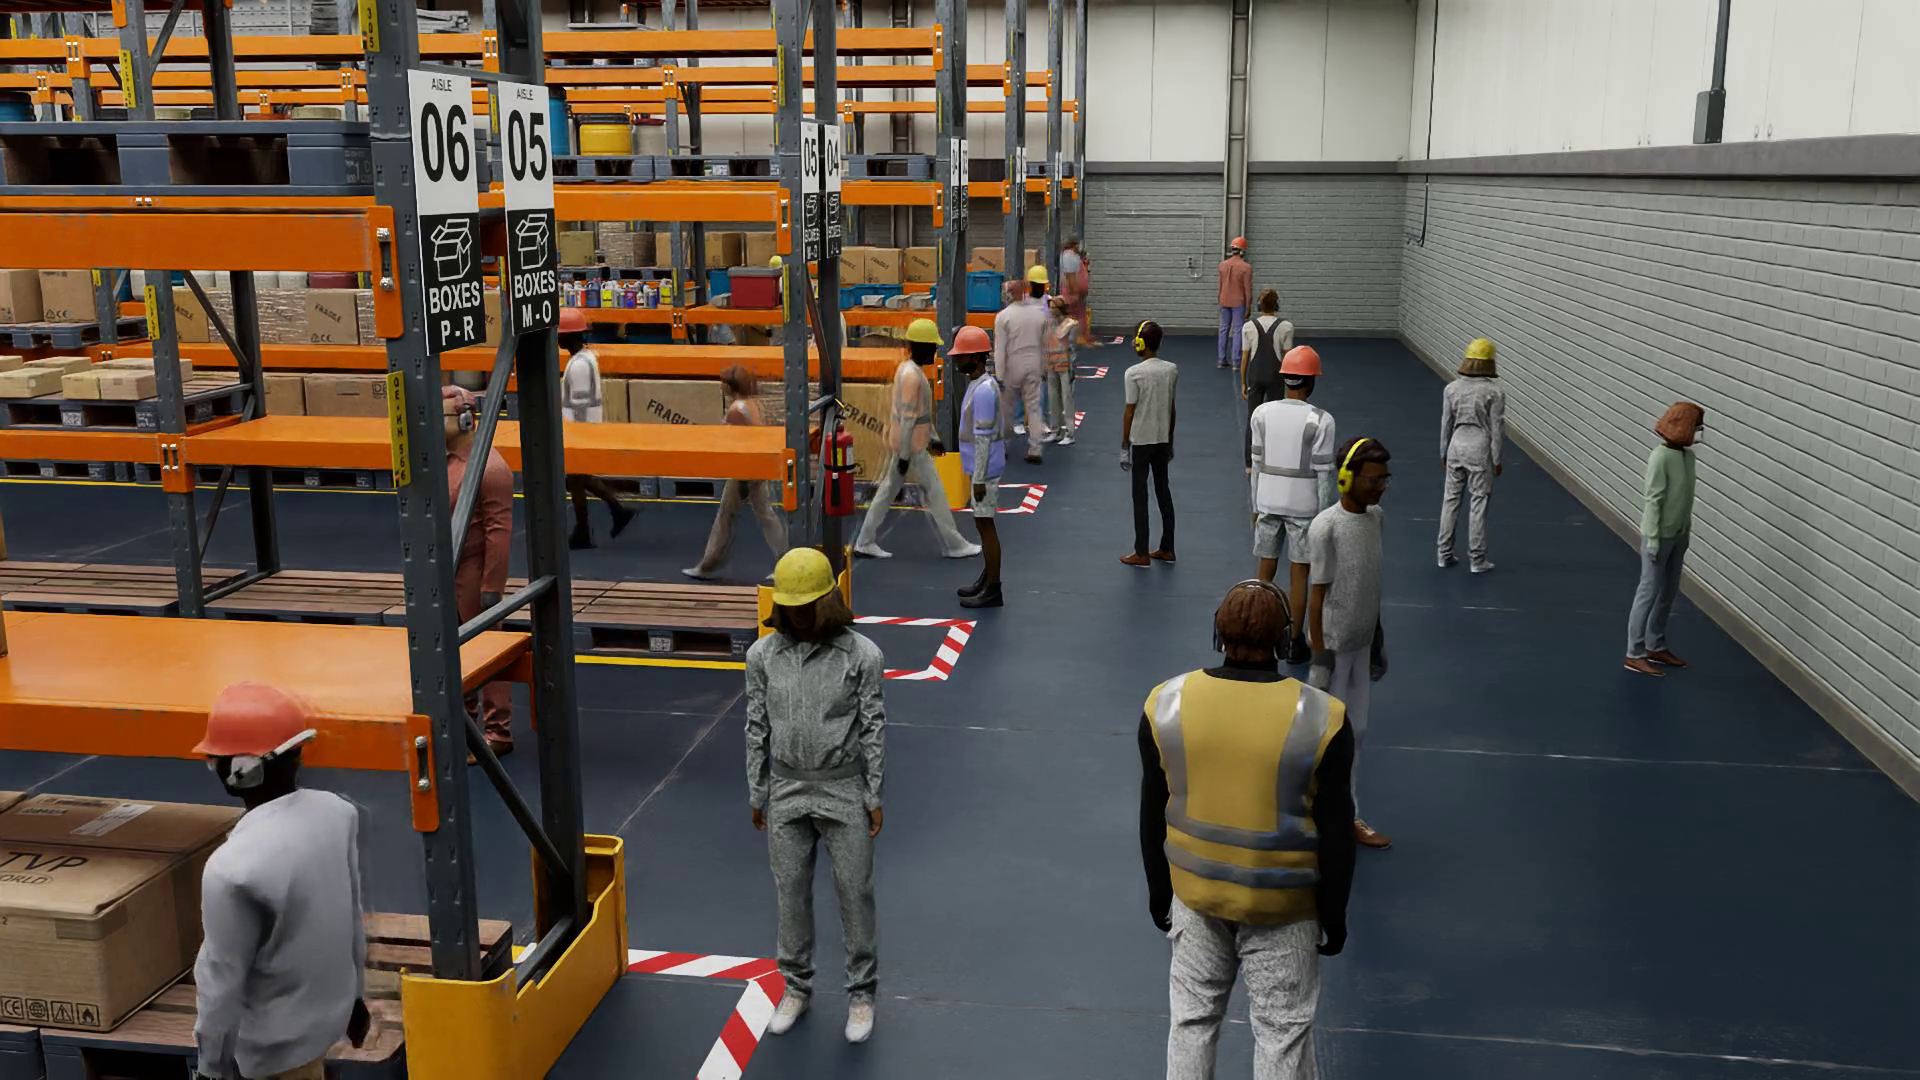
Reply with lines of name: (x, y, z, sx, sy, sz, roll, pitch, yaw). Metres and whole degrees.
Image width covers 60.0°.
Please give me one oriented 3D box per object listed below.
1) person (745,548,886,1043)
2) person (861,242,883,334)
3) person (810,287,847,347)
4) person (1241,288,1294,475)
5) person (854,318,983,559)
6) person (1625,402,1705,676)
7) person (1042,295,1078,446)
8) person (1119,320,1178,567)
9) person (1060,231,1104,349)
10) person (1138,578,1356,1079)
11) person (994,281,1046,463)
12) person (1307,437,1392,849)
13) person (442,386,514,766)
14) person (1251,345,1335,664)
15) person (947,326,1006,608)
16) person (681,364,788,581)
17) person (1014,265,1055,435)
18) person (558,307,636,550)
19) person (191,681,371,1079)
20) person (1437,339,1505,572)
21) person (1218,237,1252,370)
person: (-0.497, 0.867, 5.666, 0.489, 1.731, 0.320, 2, 13, 9)
person: (-1.460, -3.908, 26.971, 0.429, 1.839, 0.633, -7, 14, -29)
person: (-1.371, -1.761, 17.296, 0.403, 1.833, 0.586, 1, 13, 4)
person: (2.992, -1.531, 16.251, 0.504, 1.839, 0.350, 4, 13, 18)
person: (-0.346, -0.758, 12.698, 1.033, 1.863, 0.587, -1, 13, -7)
person: (4.207, -0.015, 9.887, 0.502, 1.628, 0.289, -11, 17, -41)
person: (1.091, -1.858, 18.194, 0.321, 1.631, 0.524, -10, 16, -39)
person: (1.429, -0.722, 12.563, 0.511, 1.859, 0.332, -8, 15, -32)
person: (1.876, -4.215, 27.901, 1.026, 2.000, 0.698, 2, 13, 9)
person: (0.822, 1.012, 4.790, 0.628, 1.837, 0.428, 6, 14, 26)
person: (0.584, -1.728, 17.117, 0.680, 1.844, 0.966, -8, 15, -31)
person: (1.679, 0.473, 7.170, 0.525, 1.857, 0.347, -12, 17, -44)
person: (-2.517, 0.173, 8.388, 0.642, 1.913, 0.409, 10, 16, 39)
person: (2.017, -0.212, 10.099, 0.540, 1.930, 0.389, 9, 15, 35)
person: (0.111, -0.498, 11.393, 0.399, 1.928, 0.541, -1, 13, -3)
person: (-1.574, -0.476, 12.037, 0.862, 1.594, 0.534, 2, 13, 9)
person: (0.860, -2.150, 18.870, 0.595, 1.917, 0.399, -4, 13, -17)
person: (-2.929, -0.868, 13.071, 0.554, 1.918, 0.562, -1, 13, -7)
person: (-1.634, 1.195, 4.204, 0.789, 1.723, 0.564, 1, 13, 3)
person: (3.832, -0.634, 12.441, 0.325, 1.737, 0.490, -12, 17, -43)
person: (4.161, -3.567, 25.118, 0.608, 1.987, 0.404, 12, 17, 42)
